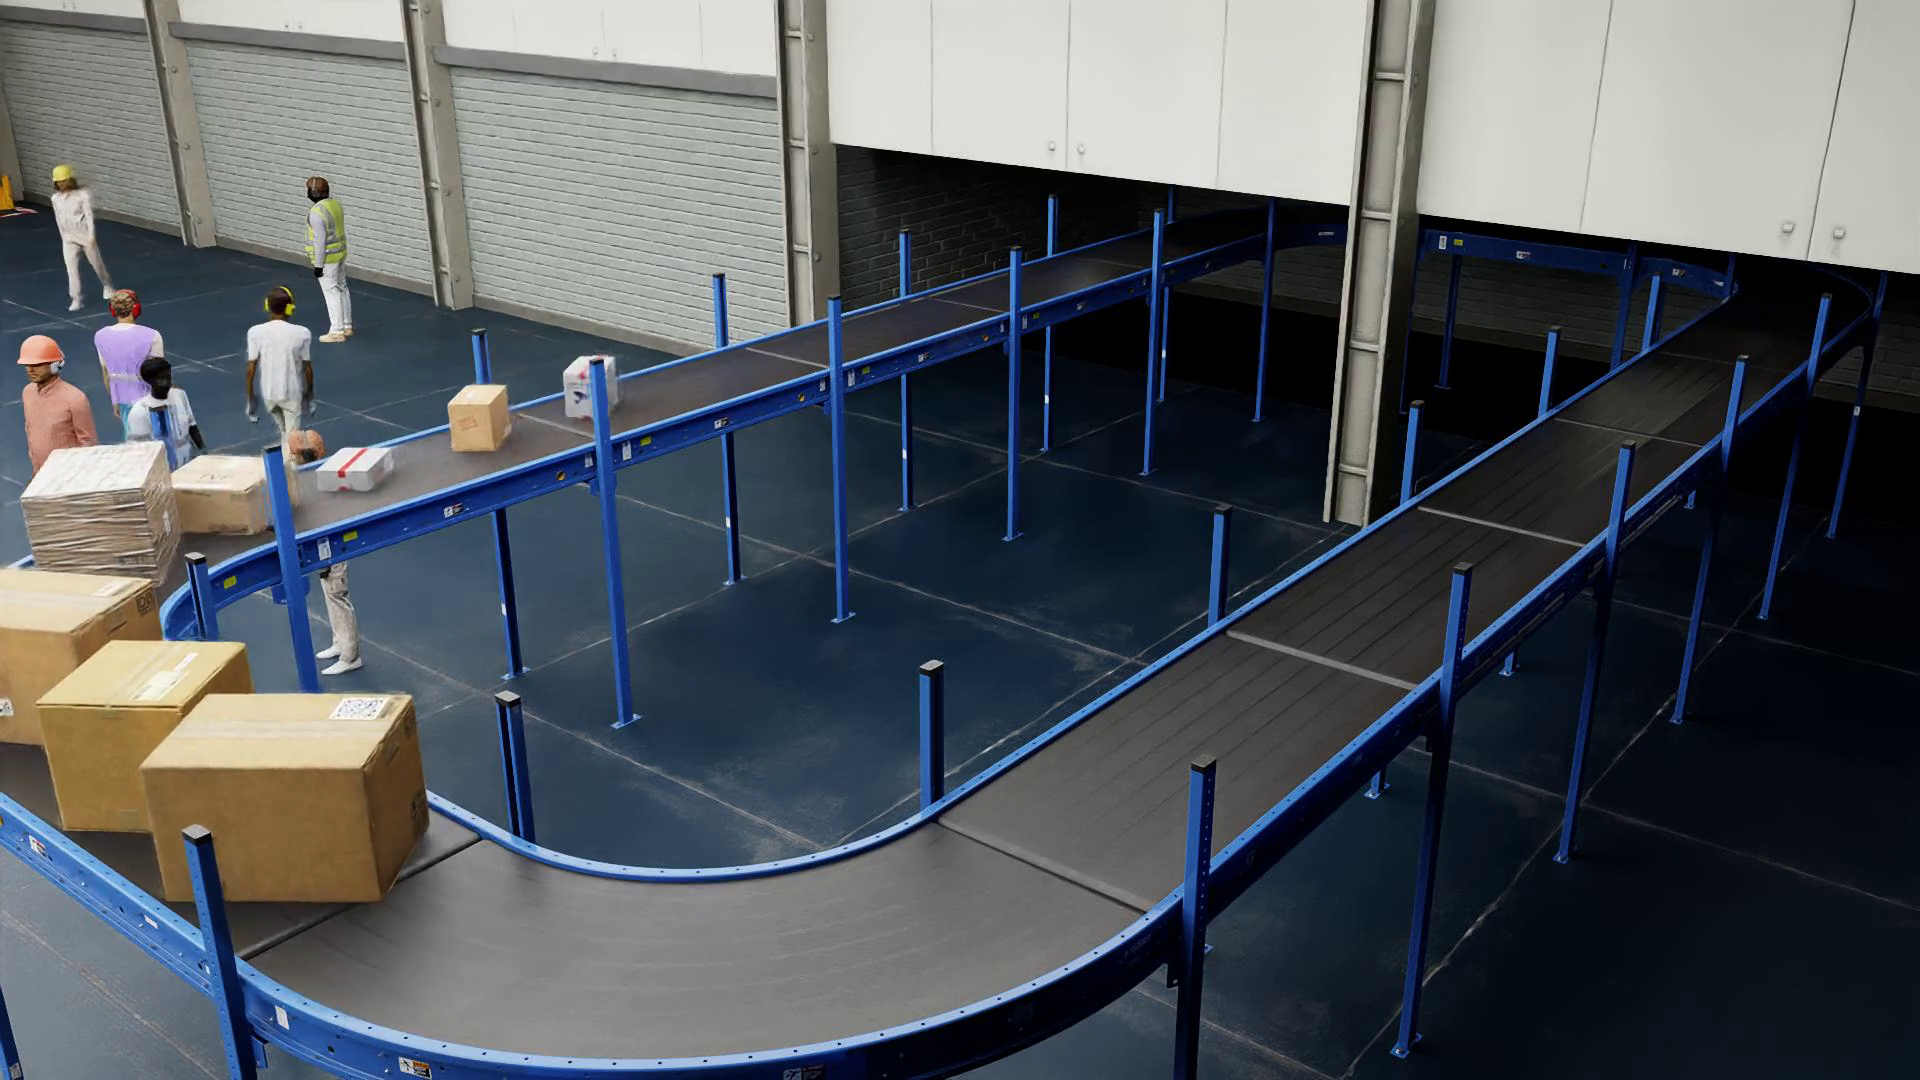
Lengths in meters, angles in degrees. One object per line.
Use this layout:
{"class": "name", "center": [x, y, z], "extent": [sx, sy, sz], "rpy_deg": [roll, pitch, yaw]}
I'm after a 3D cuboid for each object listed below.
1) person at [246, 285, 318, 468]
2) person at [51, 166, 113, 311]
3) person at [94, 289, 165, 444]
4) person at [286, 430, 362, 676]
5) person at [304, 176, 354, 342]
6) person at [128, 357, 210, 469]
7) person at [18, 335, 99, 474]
{"class": "person", "center": [-5.572, -1.144, 13.625], "extent": [0.513, 1.823, 0.785], "rpy_deg": [1, 22, 2]}
{"class": "person", "center": [-10.750, -3.726, 20.323], "extent": [0.495, 1.714, 0.842], "rpy_deg": [-1, 22, -2]}
{"class": "person", "center": [-6.668, -1.114, 13.518], "extent": [0.562, 1.838, 0.388], "rpy_deg": [3, 22, 7]}
{"class": "person", "center": [-4.115, 0.069, 10.789], "extent": [0.310, 1.631, 0.507], "rpy_deg": [-10, 23, -23]}
{"class": "person", "center": [-7.109, -3.154, 18.691], "extent": [0.429, 1.844, 0.626], "rpy_deg": [1, 21, 2]}
{"class": "person", "center": [-5.768, -0.554, 12.320], "extent": [0.825, 1.649, 0.531], "rpy_deg": [4, 22, 10]}
{"class": "person", "center": [-6.257, -0.459, 11.633], "extent": [0.612, 1.997, 0.375], "rpy_deg": [9, 23, 21]}
